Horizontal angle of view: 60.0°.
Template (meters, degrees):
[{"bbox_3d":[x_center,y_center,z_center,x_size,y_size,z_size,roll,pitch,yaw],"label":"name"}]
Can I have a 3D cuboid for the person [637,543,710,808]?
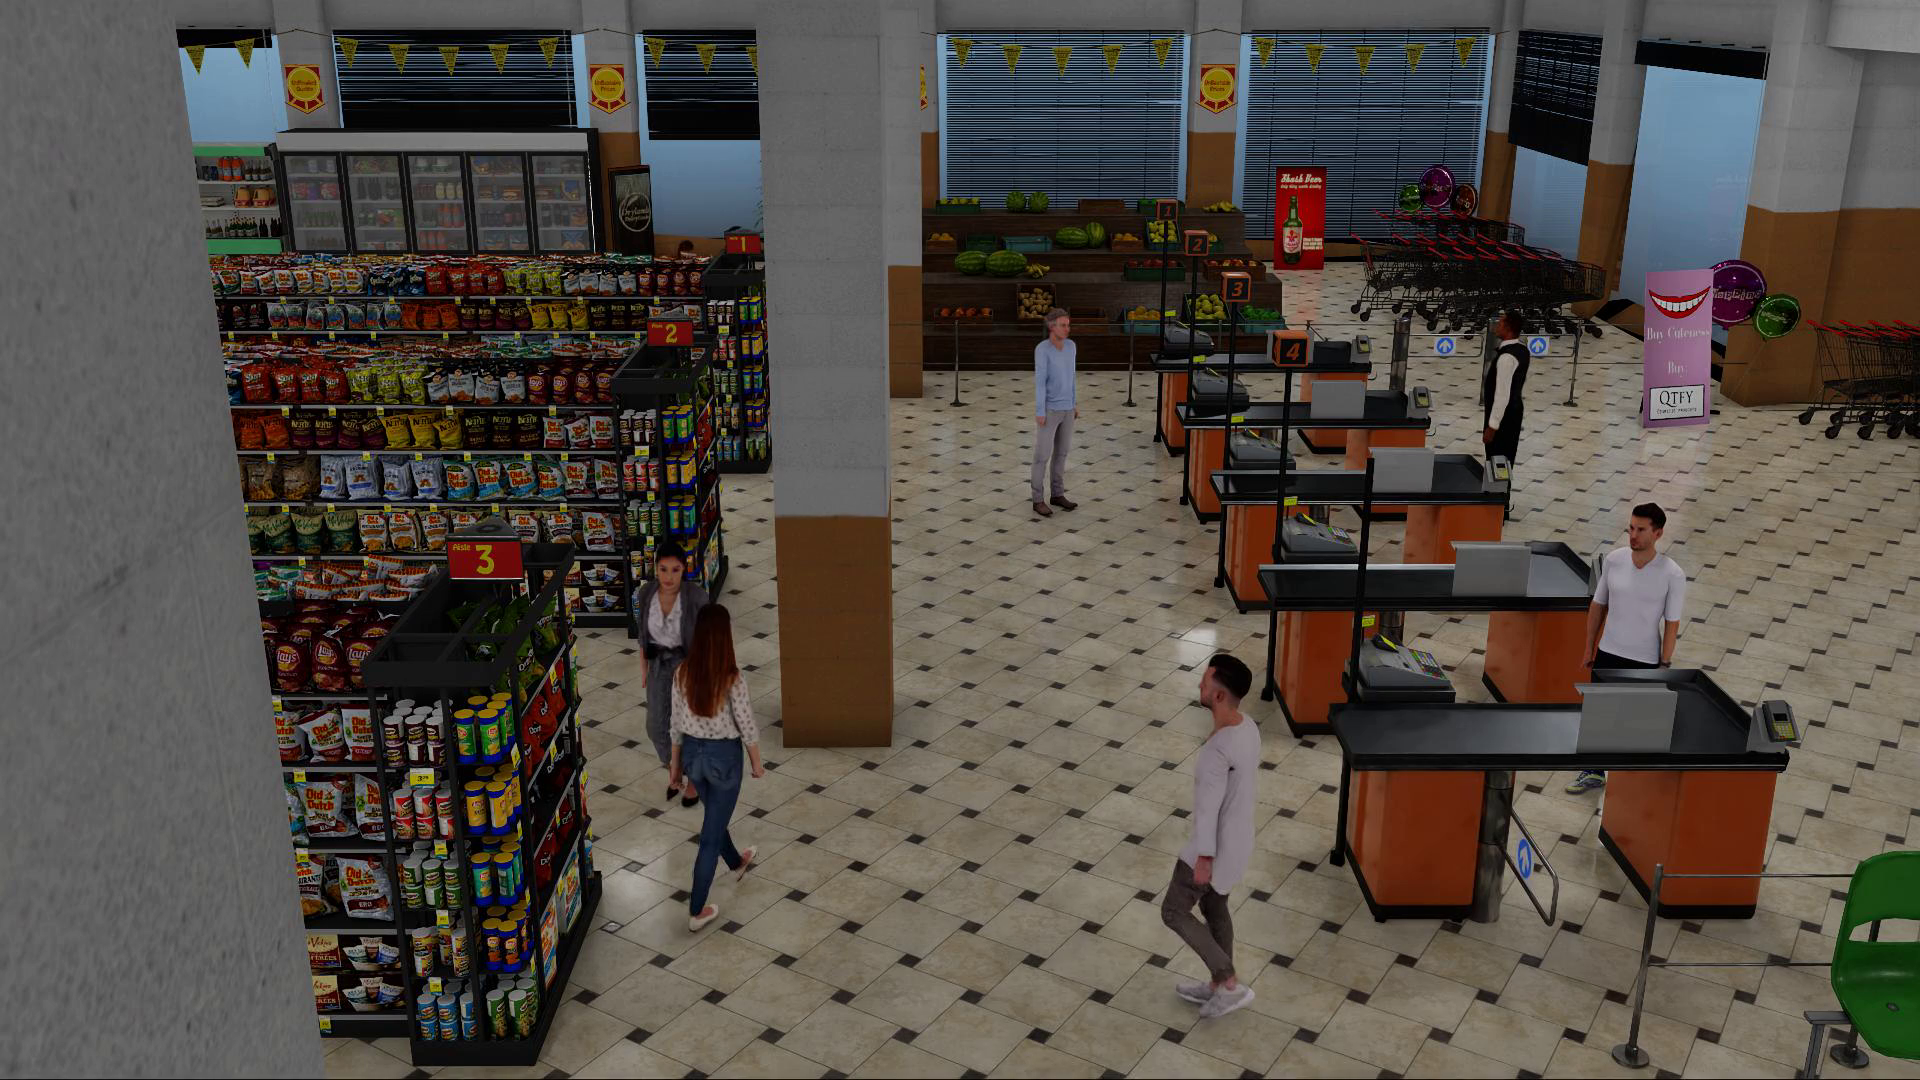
[{"bbox_3d":[-1.622,0.771,9.762,0.587,1.659,0.743,4,19,11],"label":"person"}]

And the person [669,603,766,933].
[{"bbox_3d":[-1.294,1.189,8.468,1.013,1.694,0.907,8,20,22],"label":"person"}]

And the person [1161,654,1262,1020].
[{"bbox_3d":[1.248,1.403,7.622,0.844,1.828,0.817,9,21,26],"label":"person"}]

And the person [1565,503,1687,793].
[{"bbox_3d":[3.941,0.665,9.777,0.791,1.851,0.737,-17,25,-41],"label":"person"}]

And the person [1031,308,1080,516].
[{"bbox_3d":[0.867,-1.189,15.211,0.739,1.891,0.813,-16,24,-39],"label":"person"}]

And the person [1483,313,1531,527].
[{"bbox_3d":[4.856,-1.084,14.858,0.782,1.917,0.776,12,22,31],"label":"person"}]
